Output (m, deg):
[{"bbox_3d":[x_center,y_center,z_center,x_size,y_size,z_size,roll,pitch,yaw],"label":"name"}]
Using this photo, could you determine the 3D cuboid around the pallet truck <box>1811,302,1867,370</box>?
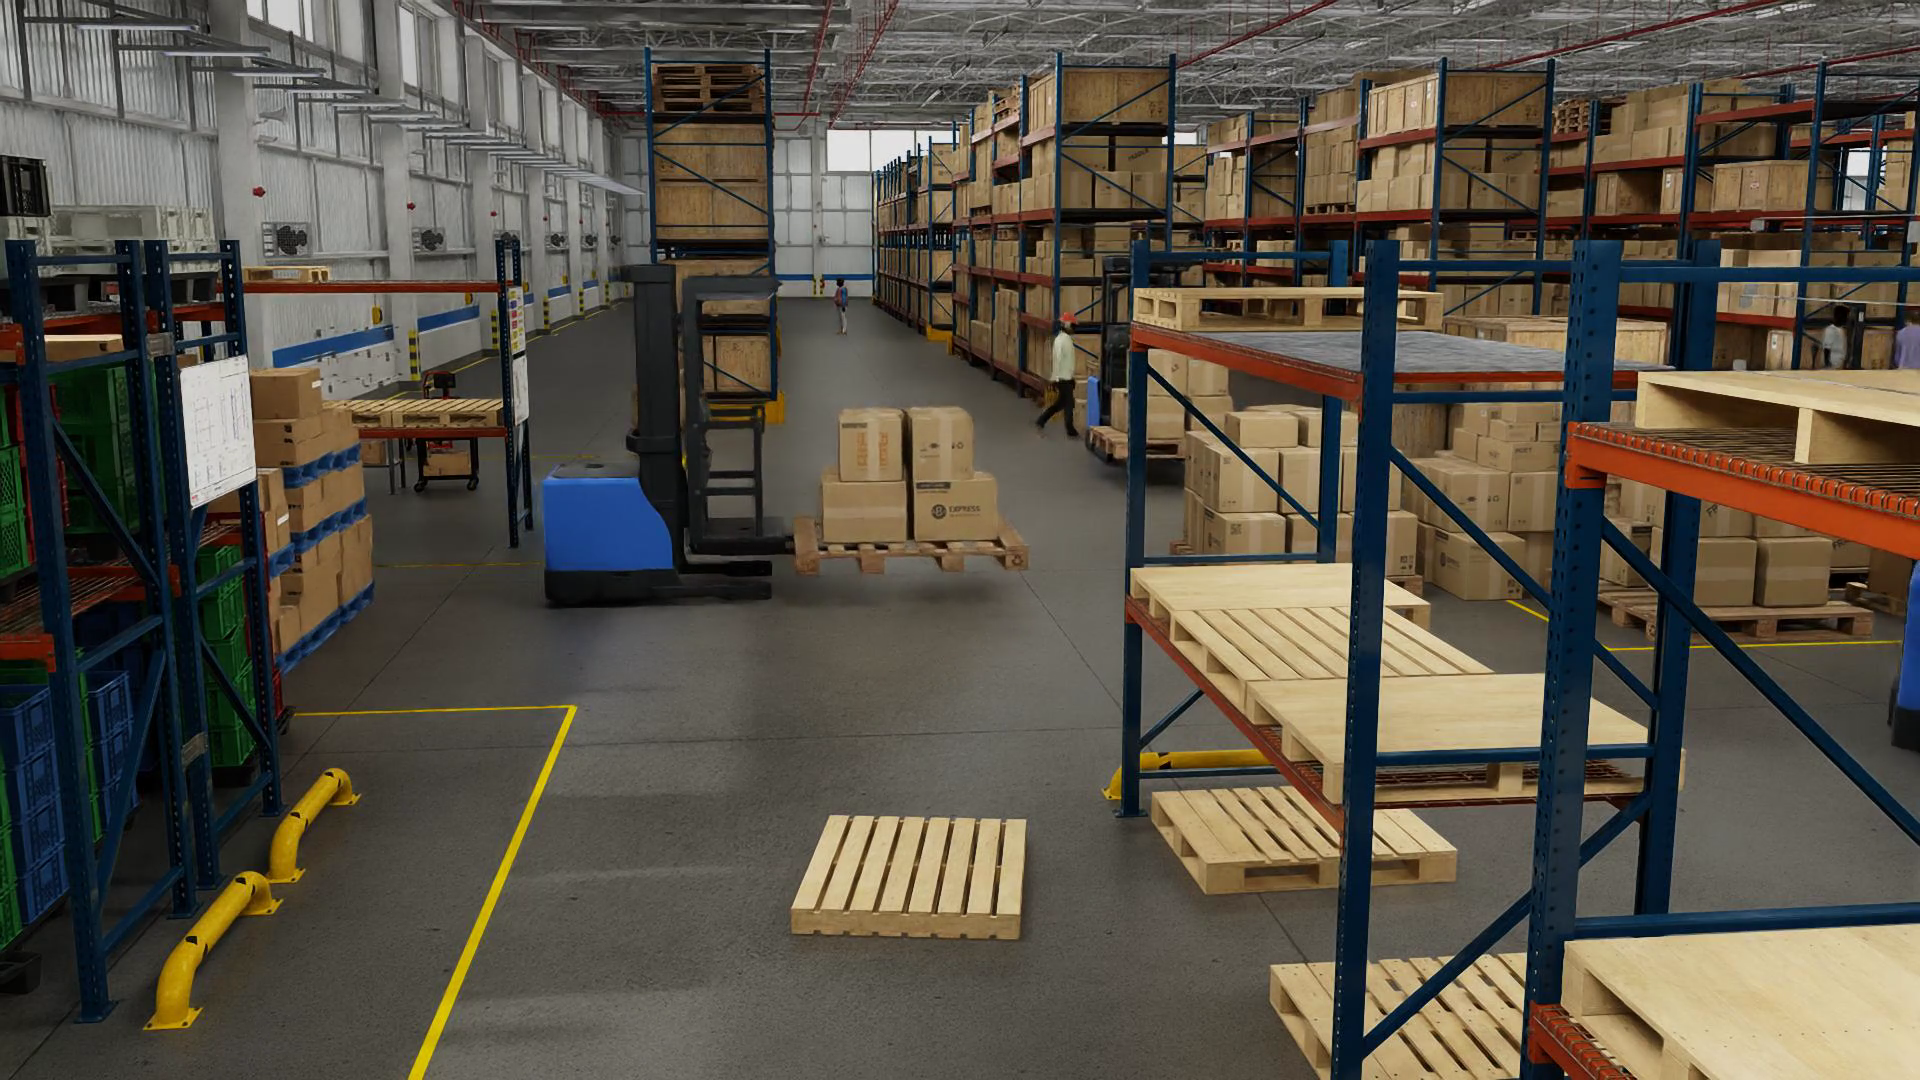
[{"bbox_3d":[15.846,-3.142,28.793,1.885,1.965,0.823,2,10,12],"label":"pallet truck"}]

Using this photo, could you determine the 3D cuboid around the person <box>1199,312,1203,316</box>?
[{"bbox_3d":[4.762,-3.791,33.517,0.517,1.594,0.877,0,10,-2],"label":"person"}]

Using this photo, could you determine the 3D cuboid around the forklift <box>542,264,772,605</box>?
[{"bbox_3d":[-2.566,-0.934,14.109,1.873,2.768,1.129,-1,10,-6],"label":"forklift"}]

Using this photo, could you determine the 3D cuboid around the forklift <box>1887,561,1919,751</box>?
[{"bbox_3d":[6.389,-0.196,10.021,1.129,2.768,1.873,6,12,31],"label":"forklift"}]

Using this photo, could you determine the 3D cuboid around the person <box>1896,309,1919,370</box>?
[{"bbox_3d":[15.494,-2.783,26.999,0.439,1.925,0.657,-5,11,-25],"label":"person"}]

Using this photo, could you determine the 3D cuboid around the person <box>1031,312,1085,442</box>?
[{"bbox_3d":[1.500,-2.475,25.204,0.855,1.968,0.627,3,11,16],"label":"person"}]

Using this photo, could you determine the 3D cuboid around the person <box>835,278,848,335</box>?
[{"bbox_3d":[-3.820,-7.522,53.528,0.429,1.836,0.632,-3,11,-17],"label":"person"}]

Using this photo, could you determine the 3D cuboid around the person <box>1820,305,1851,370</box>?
[{"bbox_3d":[14.803,-3.033,28.354,0.707,1.938,0.628,10,14,44],"label":"person"}]

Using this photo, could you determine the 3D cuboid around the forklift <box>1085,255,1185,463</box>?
[{"bbox_3d":[2.429,-2.559,23.114,1.129,2.768,1.873,-1,10,-6],"label":"forklift"}]
